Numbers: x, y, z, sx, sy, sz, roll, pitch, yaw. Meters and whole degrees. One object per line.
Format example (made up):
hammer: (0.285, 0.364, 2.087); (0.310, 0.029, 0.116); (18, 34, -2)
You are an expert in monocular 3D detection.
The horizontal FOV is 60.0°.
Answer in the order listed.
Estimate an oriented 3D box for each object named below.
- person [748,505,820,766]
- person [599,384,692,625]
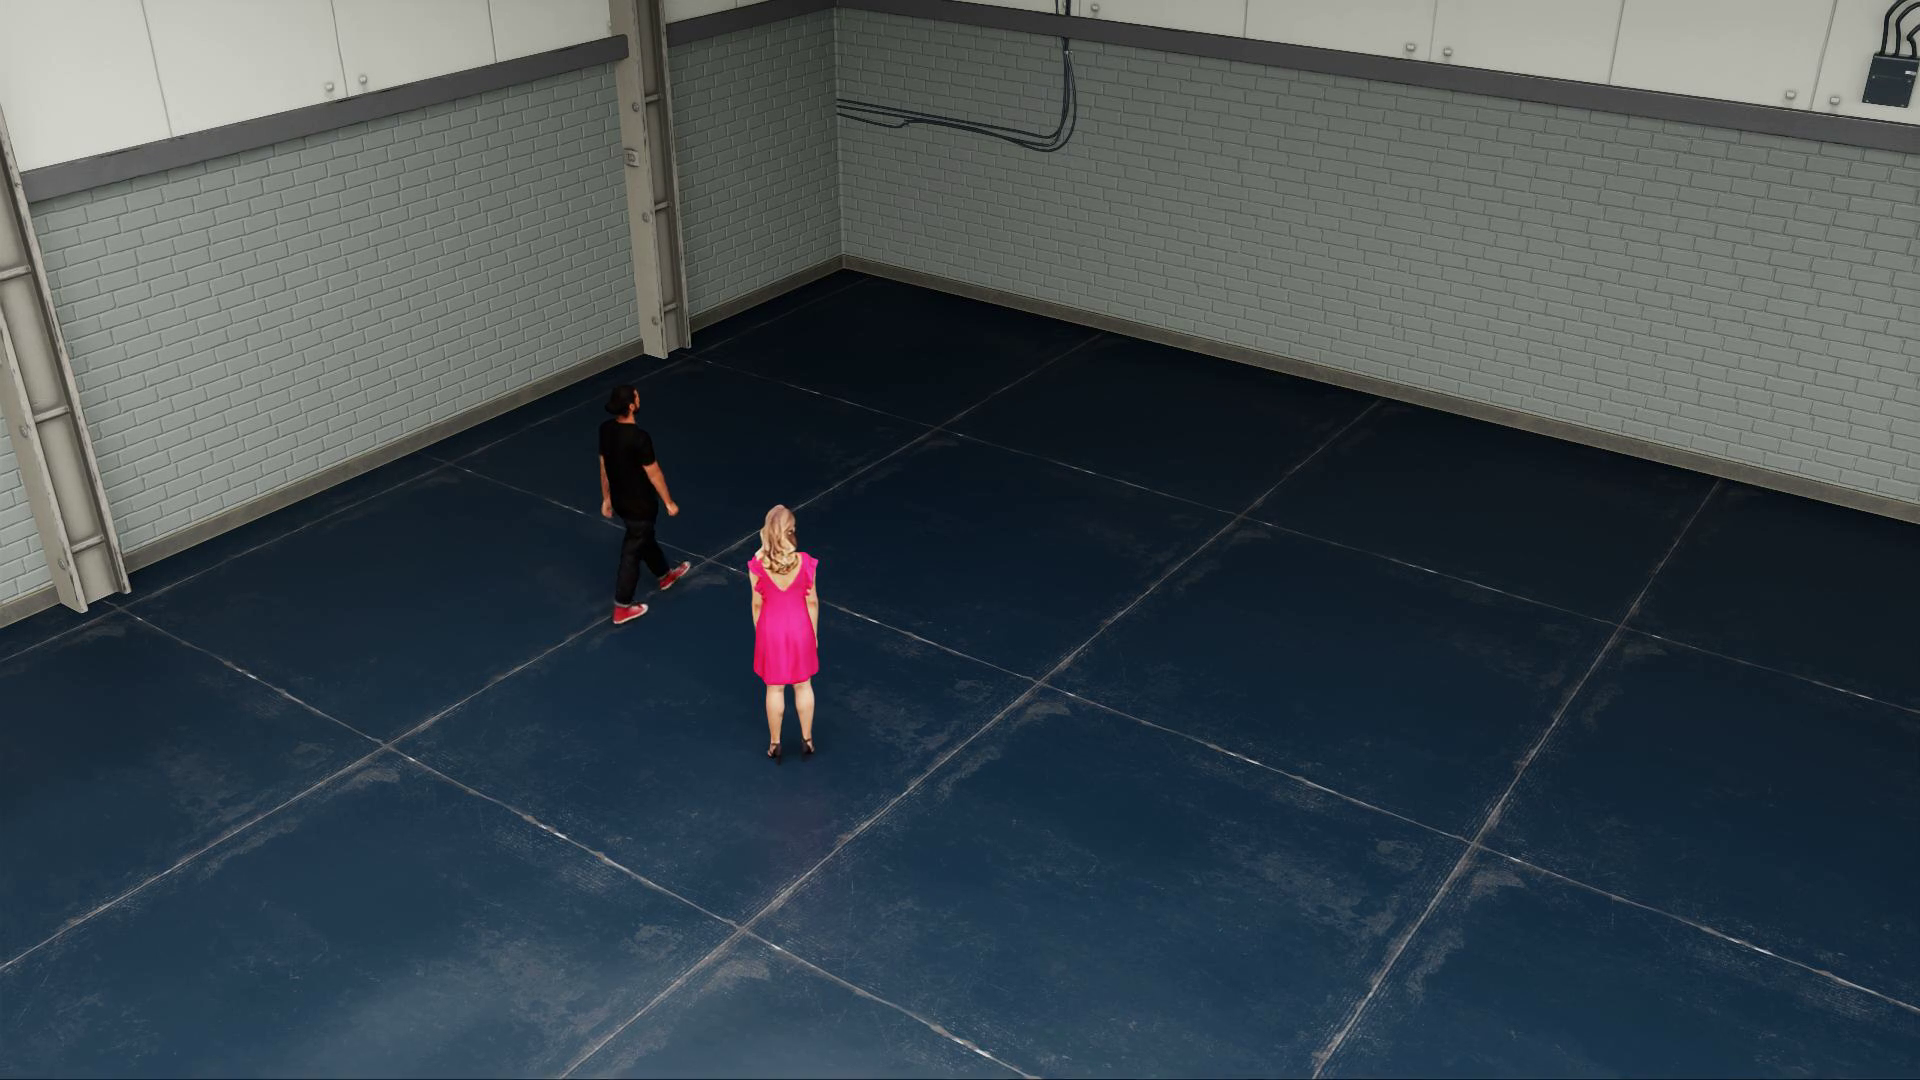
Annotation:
person: (-1.058, 0.584, 10.067); (0.664, 1.726, 0.724); (-5, 28, -9)
person: (-2.332, -0.212, 11.563); (0.734, 1.726, 1.068); (25, 37, 38)
